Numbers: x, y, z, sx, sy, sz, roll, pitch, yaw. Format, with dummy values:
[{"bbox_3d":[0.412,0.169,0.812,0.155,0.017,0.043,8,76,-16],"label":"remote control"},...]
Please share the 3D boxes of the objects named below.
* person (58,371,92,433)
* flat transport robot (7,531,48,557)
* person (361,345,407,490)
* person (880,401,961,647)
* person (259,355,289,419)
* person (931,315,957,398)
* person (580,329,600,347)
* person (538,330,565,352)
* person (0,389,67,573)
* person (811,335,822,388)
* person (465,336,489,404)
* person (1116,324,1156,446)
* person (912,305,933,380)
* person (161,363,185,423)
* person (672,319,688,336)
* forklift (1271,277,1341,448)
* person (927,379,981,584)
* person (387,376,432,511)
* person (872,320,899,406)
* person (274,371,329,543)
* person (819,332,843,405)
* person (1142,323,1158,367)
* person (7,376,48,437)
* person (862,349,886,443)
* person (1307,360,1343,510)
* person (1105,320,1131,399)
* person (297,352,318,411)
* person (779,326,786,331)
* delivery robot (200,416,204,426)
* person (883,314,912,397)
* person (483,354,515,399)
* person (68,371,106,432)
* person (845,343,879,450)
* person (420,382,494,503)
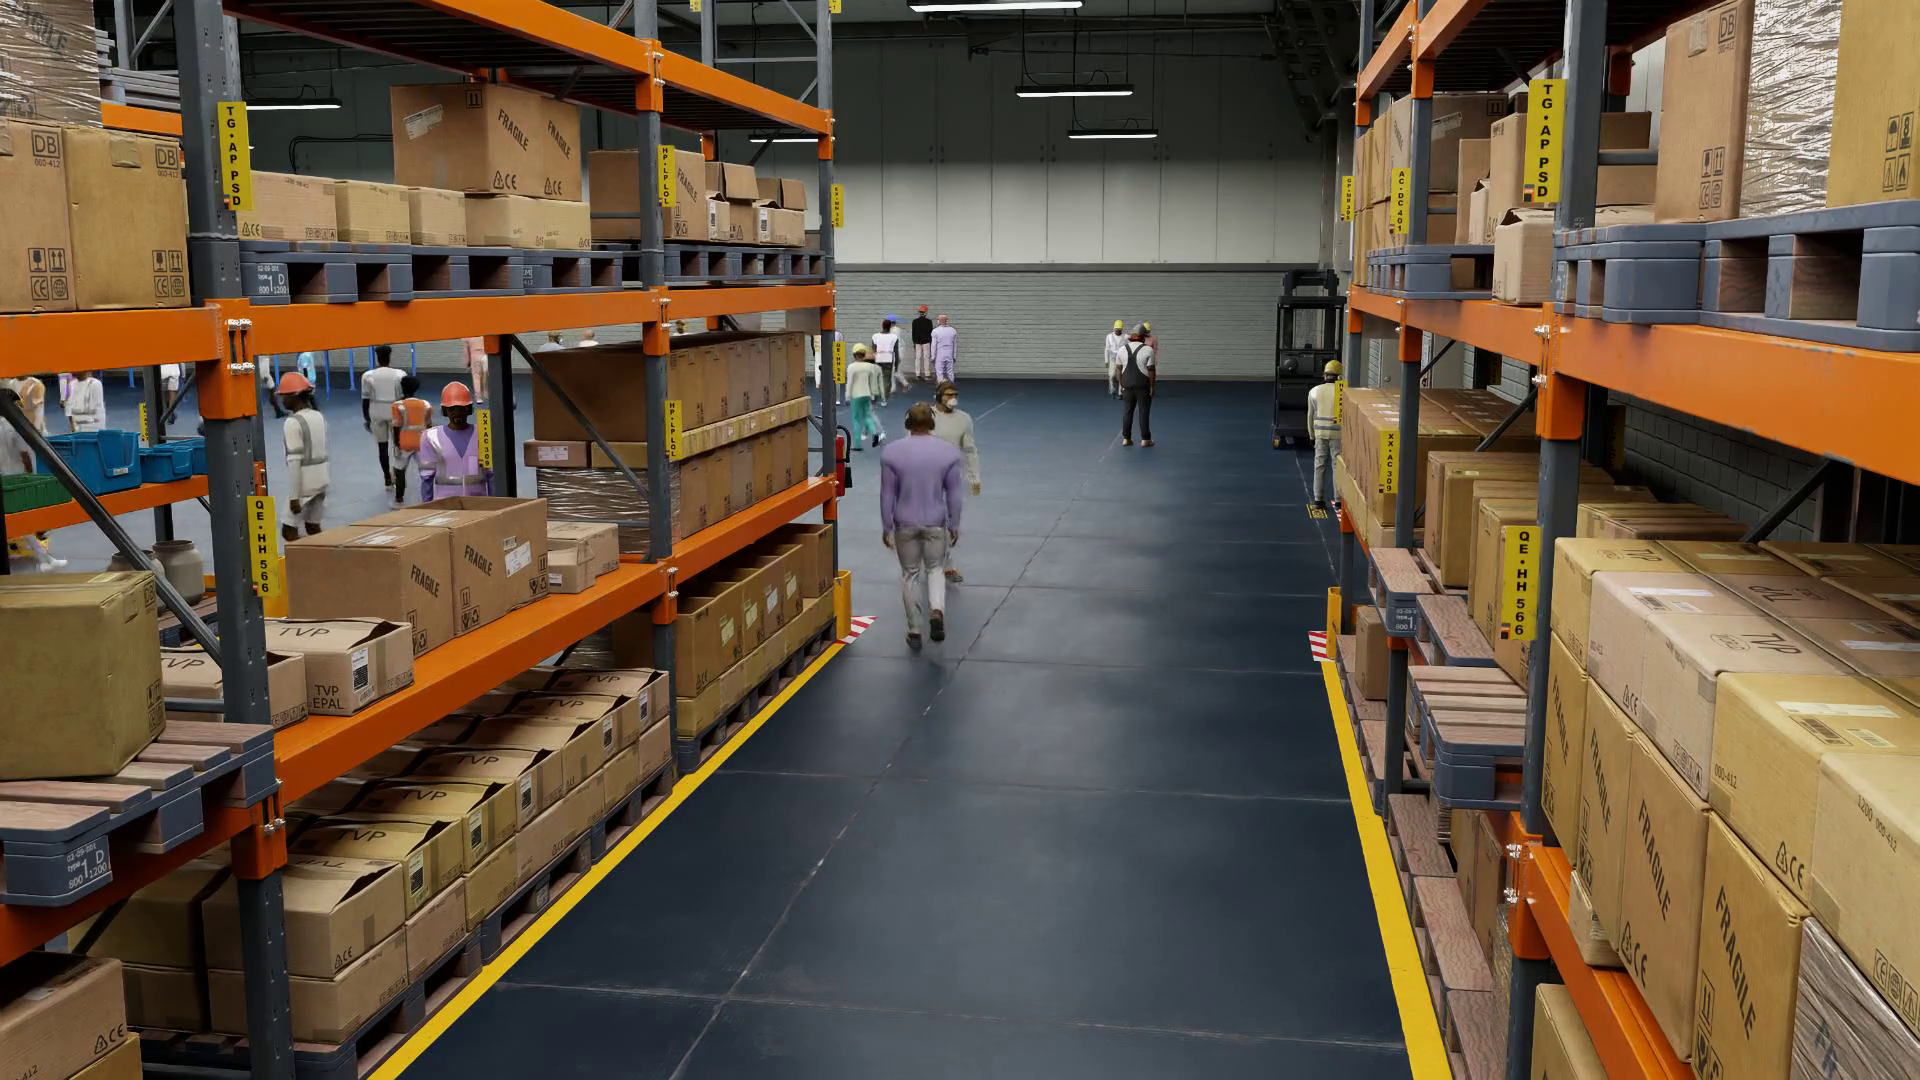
[{"bbox_3d":[-13.954,-2.284,26.220,0.377,1.936,0.549,5,10,28],"label":"person"},{"bbox_3d":[-10.032,0.086,16.781,1.431,0.197,0.652,-3,8,-26],"label":"flat transport robot"},{"bbox_3d":[-7.704,-1.666,22.362,0.629,1.946,0.555,-3,10,-16],"label":"person"},{"bbox_3d":[-0.304,-0.112,12.884,0.630,1.925,0.526,-1,9,-8],"label":"person"},{"bbox_3d":[-13.737,-3.307,32.706,0.565,1.891,0.988,5,10,26],"label":"person"},{"bbox_3d":[-0.390,-4.215,38.236,0.642,1.905,0.399,-4,10,-25],"label":"person"},{"bbox_3d":[-8.318,-3.917,37.313,0.523,1.609,0.781,3,10,17],"label":"person"},{"bbox_3d":[-7.026,-2.704,28.817,0.635,1.934,0.351,5,11,29],"label":"person"},{"bbox_3d":[-9.076,-0.533,15.854,0.541,1.812,0.974,5,10,28],"label":"person"},{"bbox_3d":[-3.423,-4.720,41.559,0.623,1.838,0.430,4,10,25],"label":"person"},{"bbox_3d":[-10.573,-3.960,36.767,0.675,1.858,0.982,-1,9,-4],"label":"person"},{"bbox_3d":[2.999,-2.593,27.939,0.684,2.000,0.535,6,11,33],"label":"person"},{"bbox_3d":[-0.990,-5.309,44.701,0.619,1.994,0.381,4,10,23],"label":"person"},{"bbox_3d":[-15.251,-3.205,32.055,0.558,1.894,1.006,-3,10,-16],"label":"person"},{"bbox_3d":[-6.299,-4.114,37.842,0.523,1.833,0.906,5,10,28],"label":"person"},{"bbox_3d":[5.847,-3.016,27.970,1.129,2.768,1.873,1,9,9],"label":"forklift"},{"bbox_3d":[-0.075,-0.544,15.563,0.666,1.906,0.861,-7,11,-35],"label":"person"},{"bbox_3d":[-6.628,-1.140,19.993,0.549,1.664,0.786,-9,13,-44],"label":"person"},{"bbox_3d":[-1.624,-3.849,36.139,0.601,1.858,1.019,1,9,4],"label":"person"},{"bbox_3d":[-5.835,-0.478,14.776,0.415,2.037,0.632,1,9,8],"label":"person"},{"bbox_3d":[-2.814,-3.883,36.112,0.587,1.928,0.364,-7,12,-37],"label":"person"},{"bbox_3d":[4.242,-4.089,38.011,0.542,1.721,0.668,1,9,6],"label":"person"},{"bbox_3d":[-11.916,-1.438,21.177,0.556,1.884,0.970,2,9,14],"label":"person"},{"bbox_3d":[-1.507,-2.465,28.433,0.884,1.583,0.502,9,13,44],"label":"person"},{"bbox_3d":[4.563,-1.293,20.433,0.592,1.833,0.404,7,12,37],"label":"person"},{"bbox_3d":[3.595,-4.087,37.768,0.601,1.794,0.605,2,9,10],"label":"person"},{"bbox_3d":[-12.454,-3.032,31.616,0.490,1.677,0.551,-2,9,-12],"label":"person"},{"bbox_3d":[-3.444,-3.284,32.691,0.626,1.842,0.429,2,10,15],"label":"person"},{"bbox_3d":[-13.052,-2.143,29.445,0.477,0.478,0.707,8,12,41],"label":"delivery robot"},{"bbox_3d":[-1.501,-4.273,38.538,0.589,1.924,0.655,-3,10,-19],"label":"person"},{"bbox_3d":[-7.911,-2.579,28.460,0.518,1.814,0.739,0,9,0],"label":"person"},{"bbox_3d":[-11.005,-1.425,21.158,0.595,1.863,0.734,4,10,25],"label":"person"},{"bbox_3d":[-1.602,-2.326,27.066,0.526,1.750,0.458,-9,13,-44],"label":"person"},{"bbox_3d":[-3.990,-0.248,13.338,0.614,2.042,0.373,-4,10,-23],"label":"person"}]
